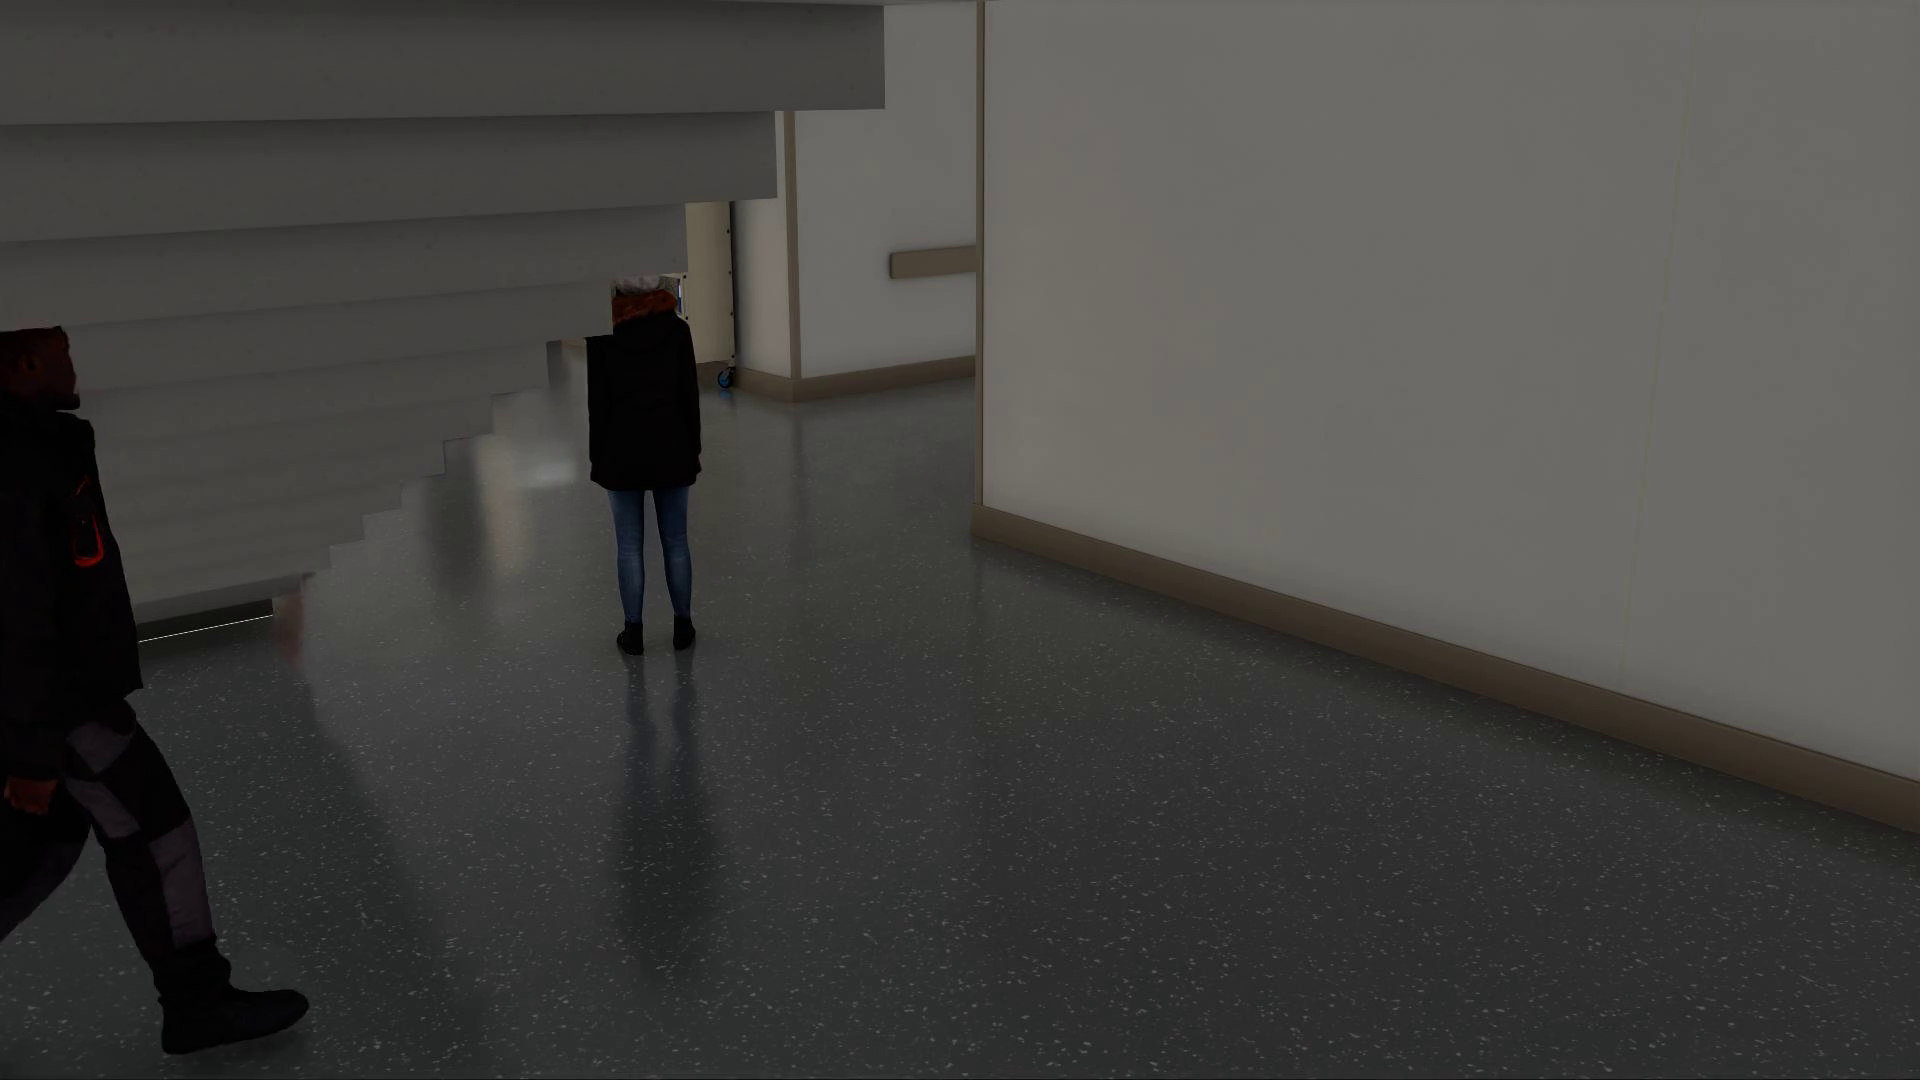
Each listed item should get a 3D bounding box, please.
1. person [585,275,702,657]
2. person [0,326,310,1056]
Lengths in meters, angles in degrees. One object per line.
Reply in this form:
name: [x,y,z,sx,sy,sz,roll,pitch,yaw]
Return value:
person: [-1.247,-0.352,6.608,0.716,1.634,0.729,-5,17,-17]
person: [-2.136,0.380,3.690,0.909,1.808,1.178,-9,18,-29]
